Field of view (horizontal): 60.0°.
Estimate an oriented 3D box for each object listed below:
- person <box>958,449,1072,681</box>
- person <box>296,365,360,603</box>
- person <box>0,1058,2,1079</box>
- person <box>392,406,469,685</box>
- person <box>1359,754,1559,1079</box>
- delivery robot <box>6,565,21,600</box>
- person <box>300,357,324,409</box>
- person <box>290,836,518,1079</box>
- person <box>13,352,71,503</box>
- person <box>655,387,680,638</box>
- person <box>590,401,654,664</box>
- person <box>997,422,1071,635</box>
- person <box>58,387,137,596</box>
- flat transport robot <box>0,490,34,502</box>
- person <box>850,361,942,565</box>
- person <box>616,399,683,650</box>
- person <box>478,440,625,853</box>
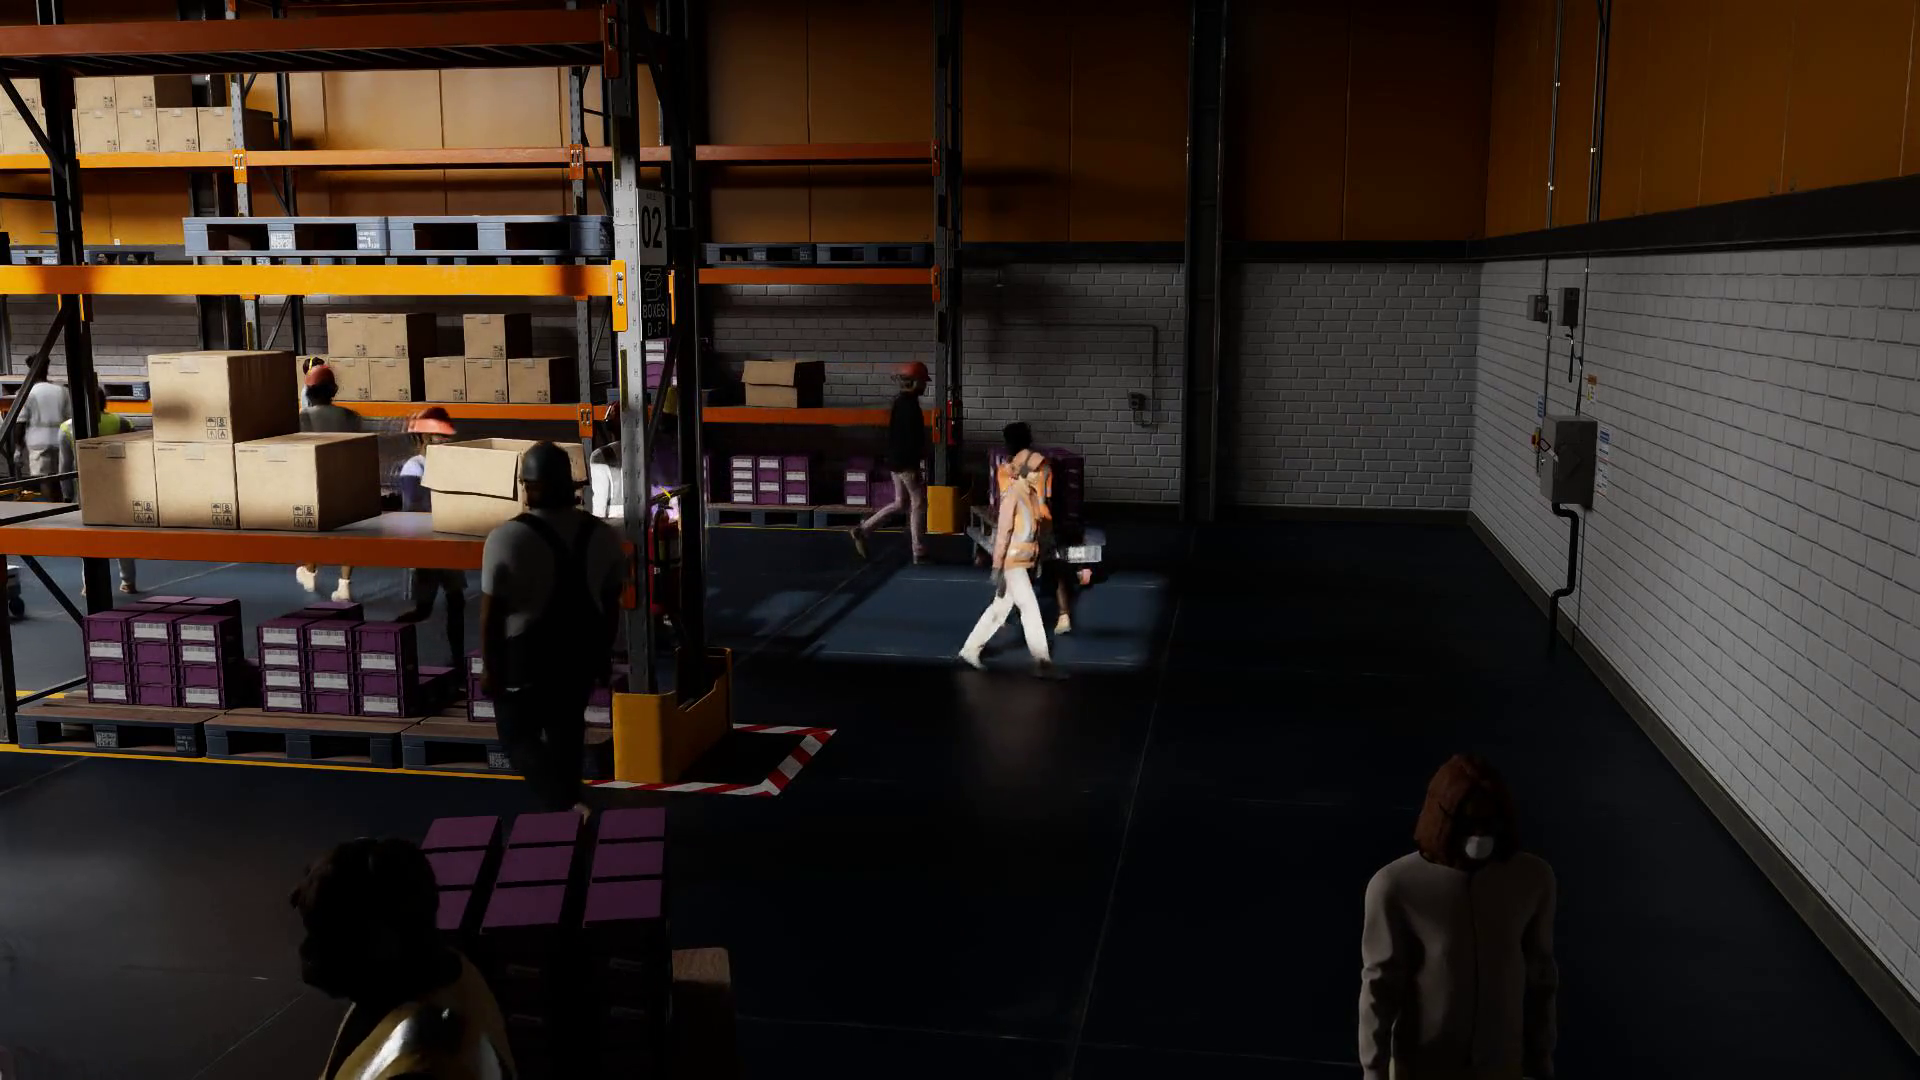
[{"bbox_3d":[0.351,0.159,11.466,0.847,1.595,0.532,3,10,18],"label":"person"},{"bbox_3d":[-5.441,-0.487,14.218,0.639,1.997,1.023,-7,11,-36],"label":"person"},{"bbox_3d":[-1.807,1.446,2.644,0.954,1.865,0.603,3,10,20],"label":"person"},{"bbox_3d":[-3.610,0.051,11.178,0.822,1.919,0.551,2,9,13],"label":"person"},{"bbox_3d":[1.246,1.323,4.172,0.508,1.623,0.293,-1,9,-8],"label":"person"},{"bbox_3d":[-7.978,0.310,13.469,0.707,0.478,0.477,4,10,22],"label":"delivery robot"},{"bbox_3d":[-7.007,-1.057,18.171,0.328,1.872,0.511,-2,9,-14],"label":"person"},{"bbox_3d":[-0.908,1.411,3.068,0.804,1.815,0.643,-4,10,-21],"label":"person"},{"bbox_3d":[-9.846,-1.045,17.890,0.626,1.960,0.651,6,11,32],"label":"person"},{"bbox_3d":[-2.239,-0.216,12.803,0.392,1.918,0.589,6,11,32],"label":"person"},{"bbox_3d":[-2.412,-0.056,11.919,0.345,1.882,0.584,7,12,38],"label":"person"},{"bbox_3d":[0.537,-0.090,12.864,0.562,1.642,0.905,-7,11,-36],"label":"person"},{"bbox_3d":[-7.422,-0.422,14.354,0.628,1.836,0.430,-7,12,-39],"label":"person"},{"bbox_3d":[-11.568,-0.493,19.618,0.652,0.197,1.431,-1,9,-7],"label":"flat transport robot"},{"bbox_3d":[-0.596,-0.725,15.845,0.774,1.962,0.656,-3,10,-18],"label":"person"},{"bbox_3d":[-2.232,-0.085,12.116,0.739,1.882,0.408,7,12,38],"label":"person"},{"bbox_3d":[-1.913,0.520,7.858,0.738,2.000,0.693,9,13,43],"label":"person"}]
